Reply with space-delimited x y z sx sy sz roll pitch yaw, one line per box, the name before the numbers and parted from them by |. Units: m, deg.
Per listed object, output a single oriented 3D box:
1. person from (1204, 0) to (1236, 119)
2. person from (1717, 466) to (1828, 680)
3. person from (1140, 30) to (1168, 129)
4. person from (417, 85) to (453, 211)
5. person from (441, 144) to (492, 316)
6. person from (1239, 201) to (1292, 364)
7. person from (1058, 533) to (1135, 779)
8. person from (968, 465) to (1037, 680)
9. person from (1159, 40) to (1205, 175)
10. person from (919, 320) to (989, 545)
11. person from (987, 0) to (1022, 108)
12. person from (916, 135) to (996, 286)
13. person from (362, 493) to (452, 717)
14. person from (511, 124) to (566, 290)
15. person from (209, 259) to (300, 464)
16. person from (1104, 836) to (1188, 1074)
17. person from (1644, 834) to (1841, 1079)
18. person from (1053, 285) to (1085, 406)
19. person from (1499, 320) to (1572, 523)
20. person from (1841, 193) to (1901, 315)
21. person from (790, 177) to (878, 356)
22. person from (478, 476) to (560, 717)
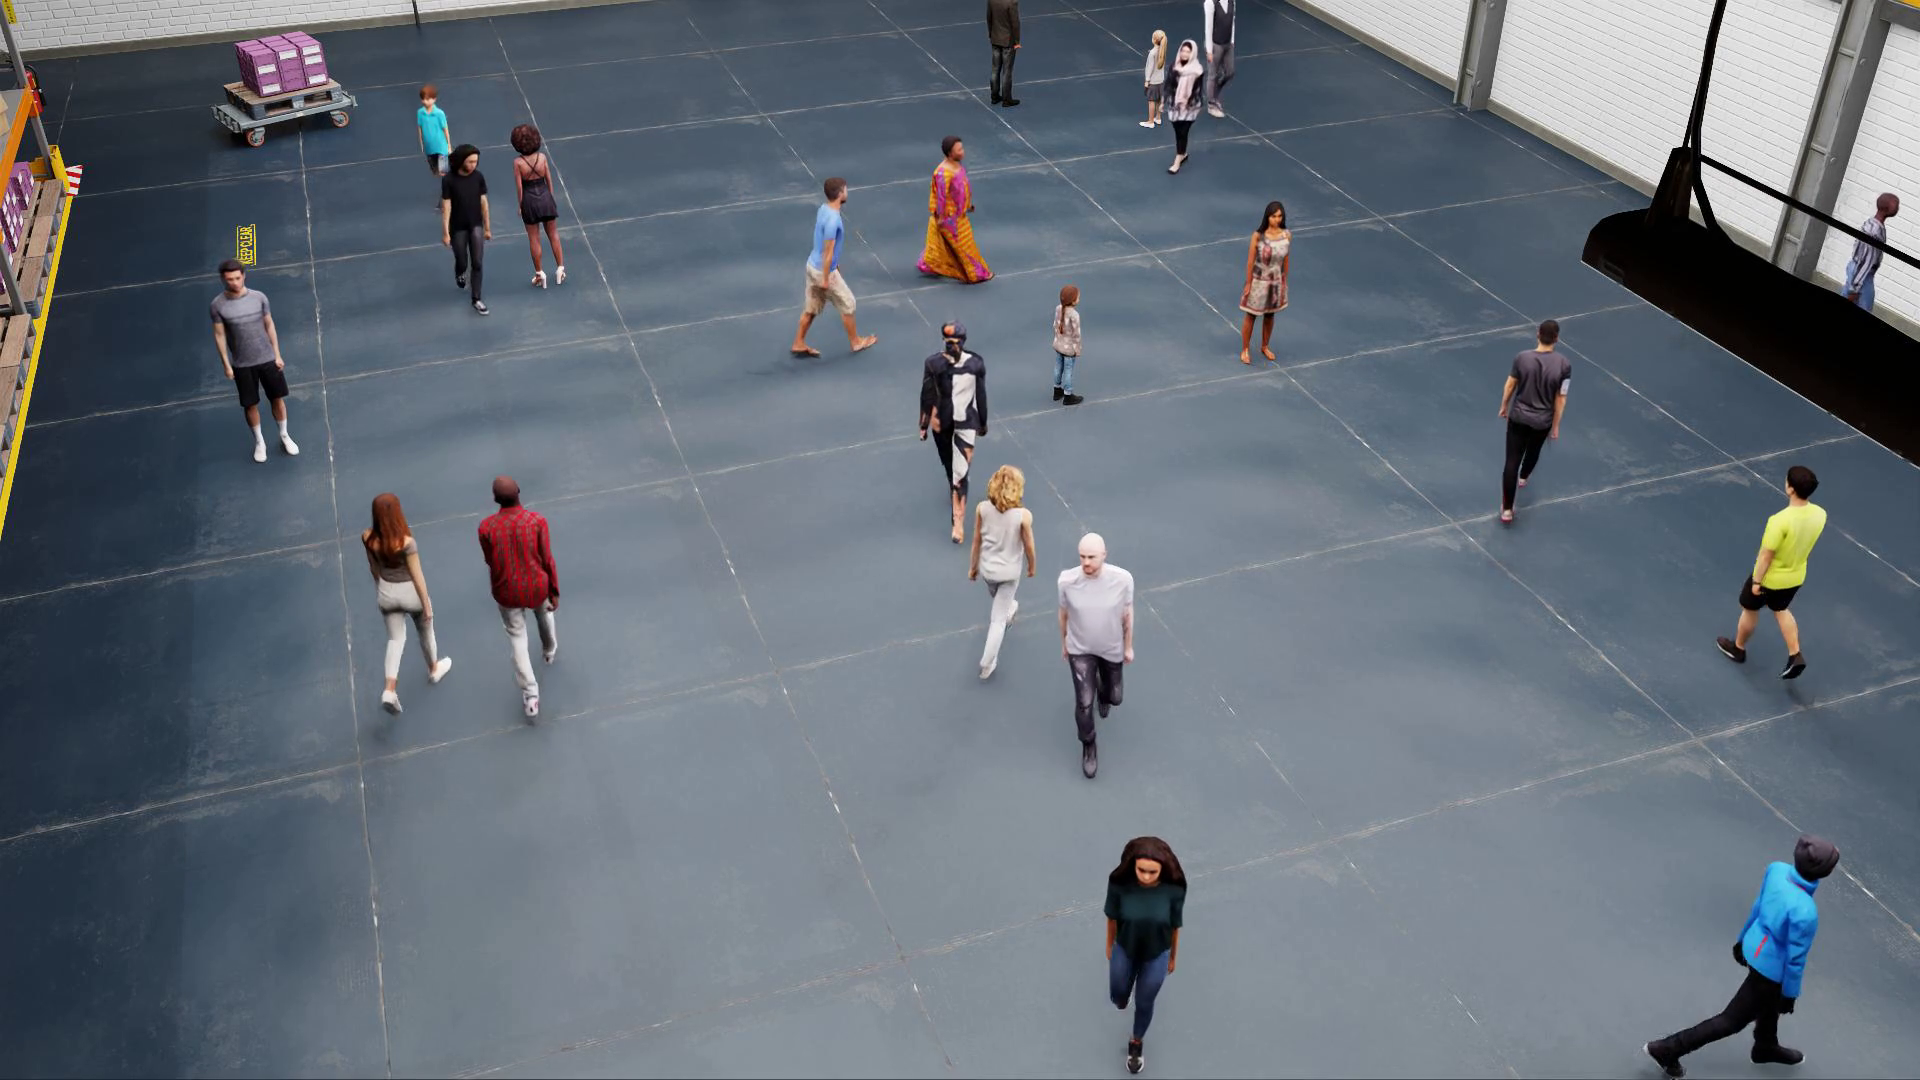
person | 3.393 -6.639 22.215 0.752 1.925 0.742 -21 39 -28
person | 5.994 0.270 12.033 0.689 1.689 0.951 -8 35 -12
person | 2.588 -6.117 22.015 0.637 1.276 0.595 25 41 32
person | -6.182 -4.689 19.726 0.819 1.433 0.962 8 34 11
person | -5.158 -3.269 17.267 0.836 1.790 1.004 -17 37 -24
person | 3.005 -2.544 16.308 0.680 1.645 0.575 -7 34 -10
person | 0.929 0.690 11.293 0.924 1.809 1.109 1 34 2
person | 0.268 0.264 12.109 1.077 1.615 1.166 12 35 17
person | 2.787 -5.423 20.673 0.976 1.606 0.986 20 39 28
person | -0.043 -0.999 13.796 1.069 1.852 1.304 3 34 4
person | 0.588 -6.816 22.590 0.669 1.805 0.812 25 41 33
person | -0.155 -3.562 17.814 1.113 1.672 1.177 7 34 11
person | -3.983 0.463 11.736 0.915 1.698 1.128 5 34 8
person | -4.493 -3.546 17.685 0.605 1.789 0.593 -19 38 -26
person | -6.250 -1.613 14.701 0.686 1.873 0.603 -17 37 -24
person | 1.009 2.207 9.195 0.788 1.605 0.901 4 34 6
person | 4.246 2.280 8.943 0.998 1.762 1.199 2 34 3
person | 1.001 -1.848 15.668 0.602 1.194 0.478 -24 40 -31
person | 4.729 -0.956 13.855 1.114 1.713 1.226 12 35 17
person | 8.637 -2.516 16.144 1.008 1.778 0.960 12 36 18
person | -1.404 -2.615 16.253 0.697 1.823 1.033 -8 34 -11
person | -3.107 0.405 11.753 0.683 1.775 1.189 -8 34 -12
